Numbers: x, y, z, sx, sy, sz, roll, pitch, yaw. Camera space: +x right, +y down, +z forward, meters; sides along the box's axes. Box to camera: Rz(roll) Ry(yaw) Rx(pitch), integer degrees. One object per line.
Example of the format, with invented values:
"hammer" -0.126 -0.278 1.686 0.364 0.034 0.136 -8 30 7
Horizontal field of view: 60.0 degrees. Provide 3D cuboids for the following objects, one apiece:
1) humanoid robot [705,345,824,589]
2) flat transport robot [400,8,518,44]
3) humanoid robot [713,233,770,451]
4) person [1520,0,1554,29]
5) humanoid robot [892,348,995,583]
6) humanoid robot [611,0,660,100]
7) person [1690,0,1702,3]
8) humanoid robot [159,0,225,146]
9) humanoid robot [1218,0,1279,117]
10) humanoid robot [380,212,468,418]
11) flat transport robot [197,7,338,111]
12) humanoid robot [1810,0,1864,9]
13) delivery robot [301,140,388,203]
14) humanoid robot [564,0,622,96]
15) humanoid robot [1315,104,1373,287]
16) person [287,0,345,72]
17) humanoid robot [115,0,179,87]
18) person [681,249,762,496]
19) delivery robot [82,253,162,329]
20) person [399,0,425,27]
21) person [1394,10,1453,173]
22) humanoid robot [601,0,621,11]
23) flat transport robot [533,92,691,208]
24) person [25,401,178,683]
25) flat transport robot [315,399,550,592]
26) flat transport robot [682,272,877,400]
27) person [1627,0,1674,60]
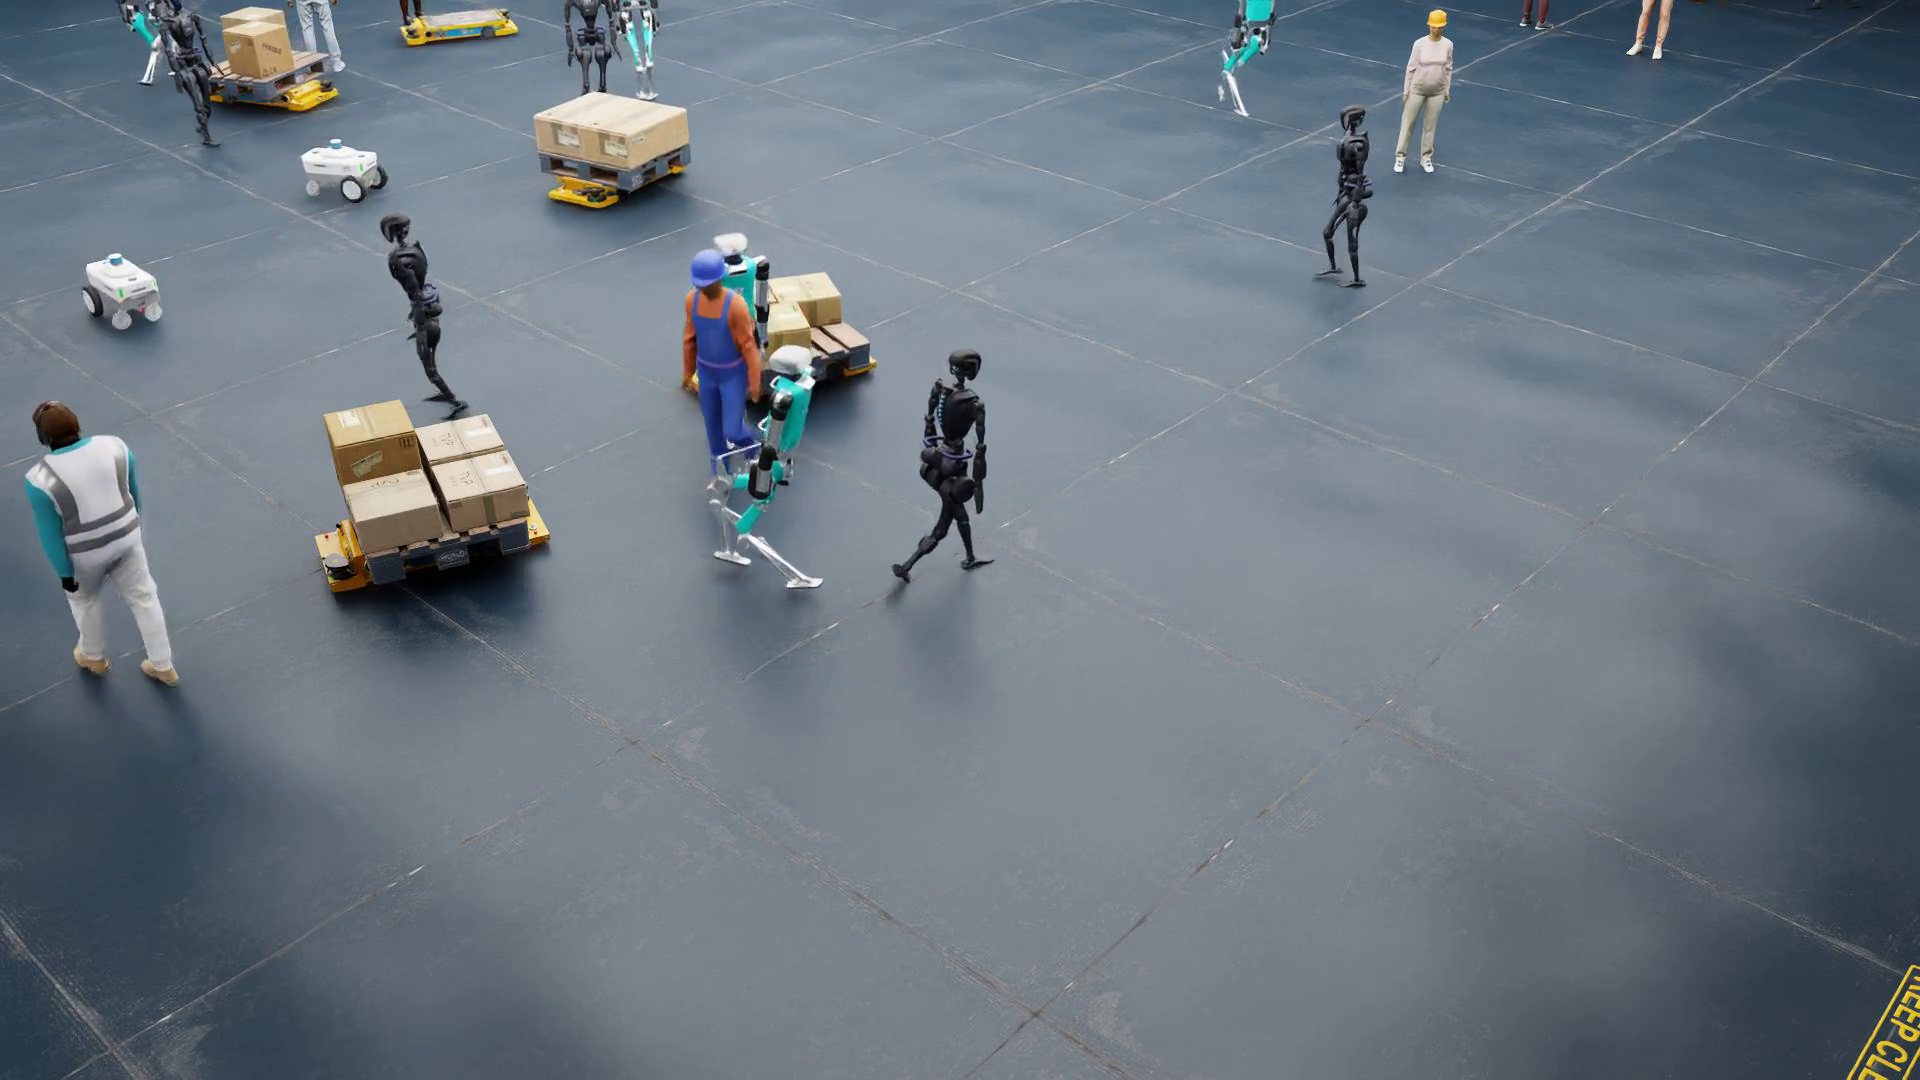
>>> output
"humanoid robot" -1.355 -0.445 10.515 1.011 1.735 0.536 9 33 14
"flat transport robot" -6.681 -6.842 22.172 1.431 0.231 0.659 -13 34 -20
"humanoid robot" -1.695 -1.470 12.105 0.531 1.739 0.756 -15 35 -23
"person" 7.823 -7.767 22.196 0.371 1.810 0.557 -22 38 -32
"humanoid robot" -0.115 -0.453 10.611 0.754 1.616 0.608 -24 39 -33
"humanoid robot" -3.747 -5.940 19.304 0.560 1.763 0.683 -6 32 -10
"person" 10.326 -8.561 23.489 0.536 1.794 0.824 -23 39 -32
"humanoid robot" -8.340 -5.157 18.150 0.604 1.651 0.611 16 35 24
"humanoid robot" 3.208 -5.770 19.105 0.556 1.820 0.903 -14 35 -22
"humanoid robot" -4.064 -1.716 12.588 0.392 1.638 0.610 -11 34 -18
"flat transport robot" -8.206 -5.342 19.757 1.431 0.231 0.659 10 33 15
"humanoid robot" 12.365 -8.181 23.054 0.791 1.636 0.609 -8 33 -13
"delivery robot" -6.300 -3.784 16.968 0.773 0.586 0.499 7 33 11
"humanoid robot" -4.152 -5.583 18.819 0.610 1.651 0.503 -10 33 -15
"humanoid robot" 3.467 -3.028 14.706 0.421 1.642 0.614 -2 32 -3
"person" -7.959 -6.695 20.374 0.595 1.916 0.373 -10 33 -16
"humanoid robot" -9.726 -6.312 19.937 0.543 1.724 1.037 1 32 1
"person" -1.639 -1.147 11.466 0.588 1.886 0.495 13 34 21
"delivery robot" -7.255 -2.194 14.407 0.757 0.585 0.503 26 40 35
"person" -7.326 -7.768 22.057 0.365 1.961 0.611 13 34 20
"person" 4.856 -4.664 17.308 0.476 1.696 0.327 1 32 1
"humanoid robot" -4.857 -8.183 23.017 0.557 1.852 0.787 -24 39 -34
"flat transport robot" -3.536 -3.778 17.238 0.659 0.231 1.431 16 35 24
"person" -5.051 0.005 9.689 0.817 1.816 0.640 23 39 32
"flat transport robot" -3.541 -0.020 11.186 1.431 0.231 0.659 -15 35 -22
"flat transport robot" -1.457 -1.419 13.438 1.431 0.231 0.659 -18 36 -27
"person" 8.855 -7.035 20.962 0.512 1.874 0.350 19 37 28
